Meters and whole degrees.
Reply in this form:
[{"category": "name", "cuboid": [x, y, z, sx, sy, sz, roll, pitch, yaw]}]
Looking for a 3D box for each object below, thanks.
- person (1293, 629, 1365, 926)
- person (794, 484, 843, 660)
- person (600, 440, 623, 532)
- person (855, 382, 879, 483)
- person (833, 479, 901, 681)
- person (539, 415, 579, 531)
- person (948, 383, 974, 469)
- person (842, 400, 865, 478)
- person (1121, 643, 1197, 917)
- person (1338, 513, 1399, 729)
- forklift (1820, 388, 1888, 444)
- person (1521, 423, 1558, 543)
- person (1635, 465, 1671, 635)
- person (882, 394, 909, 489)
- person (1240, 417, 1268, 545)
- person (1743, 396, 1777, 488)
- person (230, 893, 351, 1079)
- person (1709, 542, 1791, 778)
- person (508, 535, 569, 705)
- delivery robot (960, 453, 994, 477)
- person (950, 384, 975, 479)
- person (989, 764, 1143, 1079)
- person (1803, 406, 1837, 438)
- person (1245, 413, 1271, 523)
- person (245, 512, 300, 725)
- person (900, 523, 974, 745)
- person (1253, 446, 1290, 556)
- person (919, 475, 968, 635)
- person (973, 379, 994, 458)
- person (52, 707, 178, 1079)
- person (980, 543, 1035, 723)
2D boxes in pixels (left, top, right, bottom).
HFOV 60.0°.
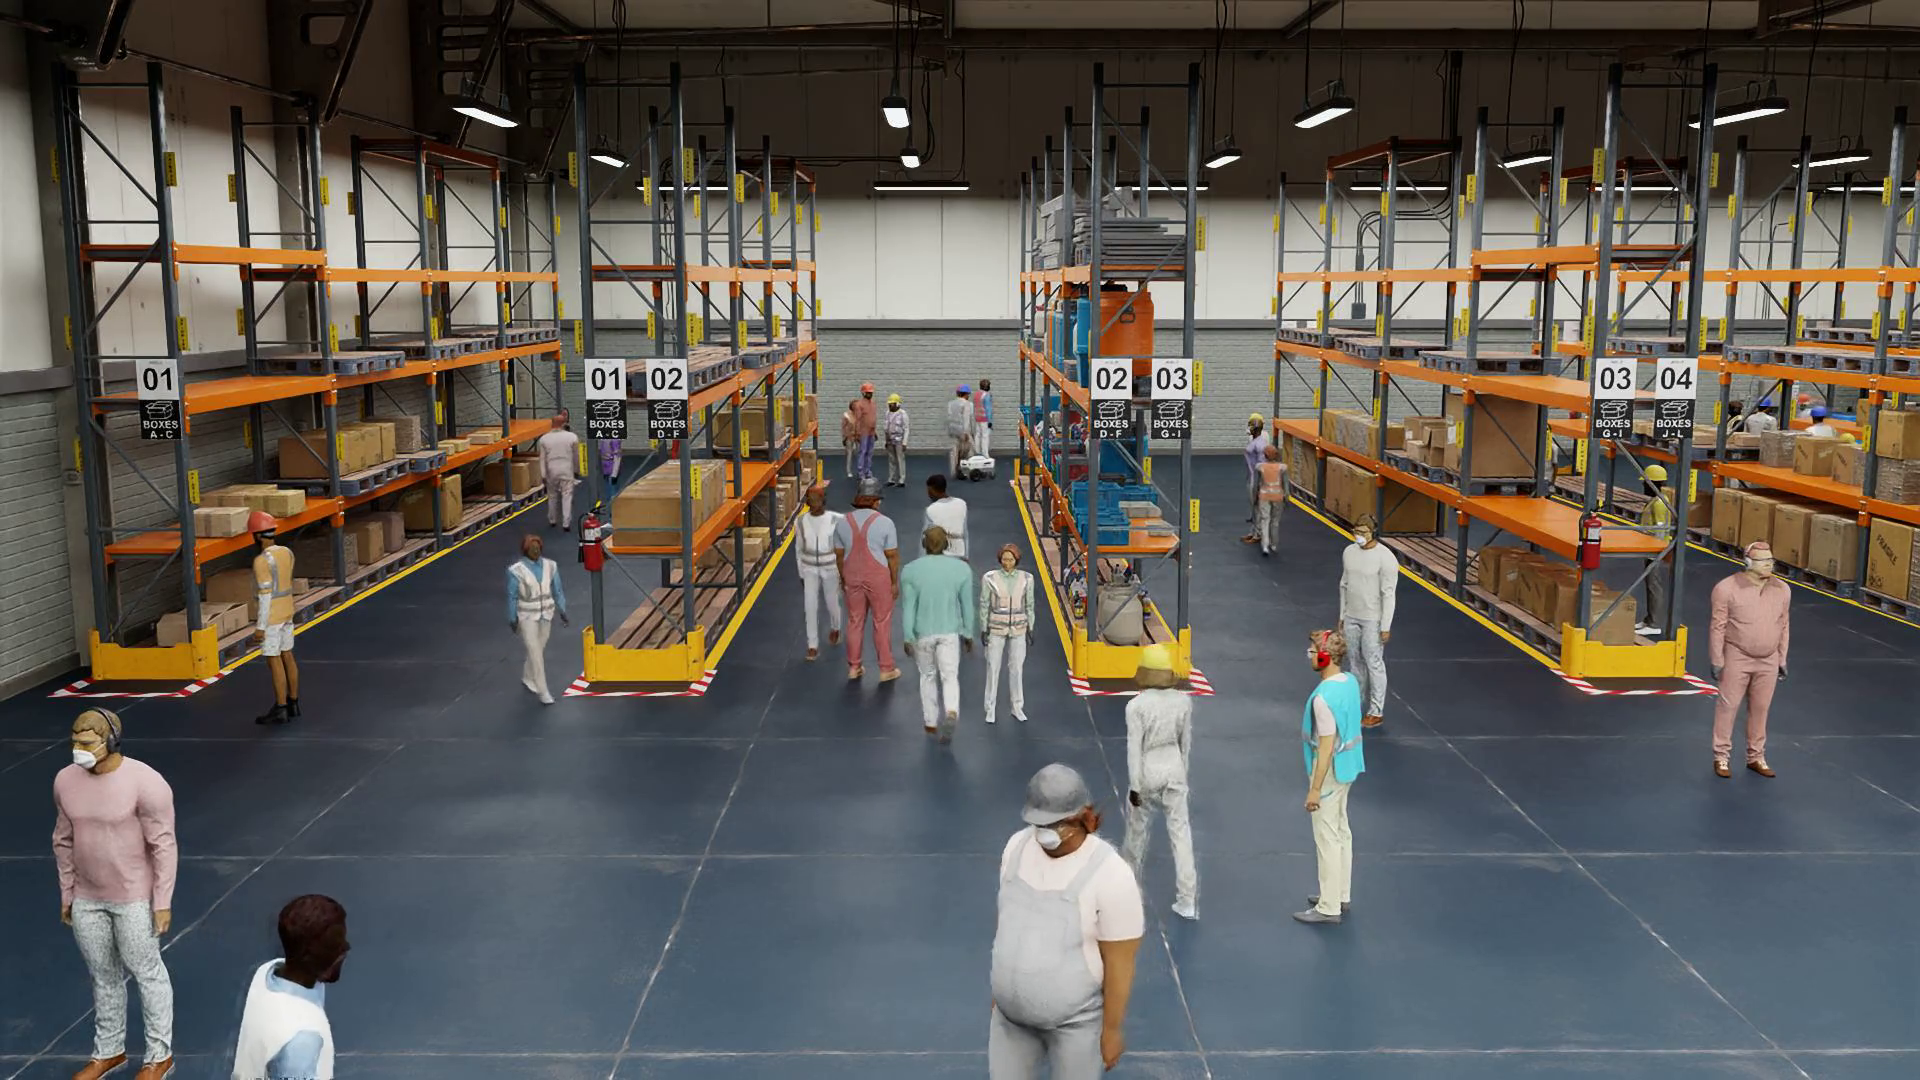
[{"category": "person", "cuboid": [2.308, 1.469, 10.322, 0.372, 1.843, 0.571, 5, 10, 29]}, {"category": "person", "cuboid": [-1.479, 0.310, 17.790, 0.573, 1.853, 0.881, 1, 9, 5]}, {"category": "person", "cuboid": [-5.592, -1.102, 26.597, 0.366, 1.927, 0.591, -5, 10, -27]}, {"category": "person", "cuboid": [-1.836, -2.128, 32.980, 0.391, 1.992, 0.623, 6, 11, 34]}, {"category": "person", "cuboid": [-0.891, 0.385, 16.669, 0.674, 2.000, 0.535, 3, 9, 21]}, {"category": "person", "cuboid": [-6.437, -1.081, 26.783, 0.635, 1.851, 1.000, -2, 9, -12]}, {"category": "person", "cuboid": [0.029, -2.235, 33.901, 0.552, 1.916, 0.423, 3, 9, 16]}, {"category": "person", "cuboid": [-2.140, -2.041, 33.669, 0.524, 1.602, 0.616, -3, 9, -18]}, {"category": "person", "cuboid": [1.266, 1.501, 10.618, 0.500, 1.691, 0.918, -3, 9, -21]}, {"category": "person", "cuboid": [3.639, 0.715, 14.910, 0.374, 1.933, 0.625, -5, 10, -30]}, {"category": "forklift", "cuboid": [20.072, -3.110, 36.462, 1.873, 2.768, 1.129, 0, 9, 0]}, {"category": "person", "cuboid": [8.796, -0.854, 25.184, 0.315, 1.869, 0.534, -4, 10, -26]}, {"category": "person", "cuboid": [7.815, 0.113, 18.782, 0.366, 1.927, 0.585, 3, 9, 19]}, {"category": "person", "cuboid": [-1.244, -1.903, 32.046, 0.591, 1.834, 0.404, 8, 12, 44]}, {"category": "person", "cuboid": [4.473, -0.889, 25.189, 0.373, 1.940, 0.628, 0, 9, 2]}, {"category": "person", "cuboid": [14.266, -1.592, 29.677, 0.396, 1.949, 0.602, -7, 11, -36]}, {"category": "person", "cuboid": [-2.334, 2.148, 5.817, 0.456, 1.888, 0.620, -5, 10, -28]}, {"category": "person", "cuboid": [6.355, 0.962, 13.370, 0.651, 1.913, 0.410, 0, 9, -2]}, {"category": "person", "cuboid": [-4.062, 0.726, 15.891, 0.519, 1.600, 0.849, -8, 12, -41]}, {"category": "delivery robot", "cuboid": [0.348, -1.509, 33.300, 0.707, 0.478, 0.477, -8, 12, -39]}, {"category": "person", "cuboid": [0.127, -2.184, 33.597, 0.842, 1.907, 0.625, -6, 11, -33]}, {"category": "person", "cuboid": [0.377, 1.904, 6.898, 0.711, 2.000, 0.599, 7, 11, 38]}, {"category": "person", "cuboid": [14.179, -1.276, 27.735, 0.639, 1.914, 0.882, -2, 9, -12]}, {"category": "person", "cuboid": [4.910, -1.182, 27.489, 0.414, 1.820, 0.609, 6, 11, 35]}, {"category": "person", "cuboid": [-6.216, 0.701, 15.002, 0.374, 1.928, 0.543, 1, 9, 4]}, {"category": "person", "cuboid": [-0.183, 0.823, 14.316, 0.640, 1.911, 0.839, -1, 9, -7]}, {"category": "person", "cuboid": [4.545, -0.578, 24.317, 0.537, 1.589, 0.896, 2, 9, 11]}, {"category": "person", "cuboid": [-0.154, 0.202, 18.418, 0.670, 1.868, 0.458, -8, 12, -41]}, {"category": "person", "cuboid": [0.532, -2.640, 36.771, 0.429, 1.839, 0.633, -5, 10, -28]}, {"category": "person", "cuboid": [-4.144, 1.756, 8.174, 0.632, 1.938, 0.359, 2, 9, 12]}, {"category": "person", "cuboid": [0.426, 0.837, 15.047, 0.512, 1.639, 0.311, -2, 9, -12]}]
